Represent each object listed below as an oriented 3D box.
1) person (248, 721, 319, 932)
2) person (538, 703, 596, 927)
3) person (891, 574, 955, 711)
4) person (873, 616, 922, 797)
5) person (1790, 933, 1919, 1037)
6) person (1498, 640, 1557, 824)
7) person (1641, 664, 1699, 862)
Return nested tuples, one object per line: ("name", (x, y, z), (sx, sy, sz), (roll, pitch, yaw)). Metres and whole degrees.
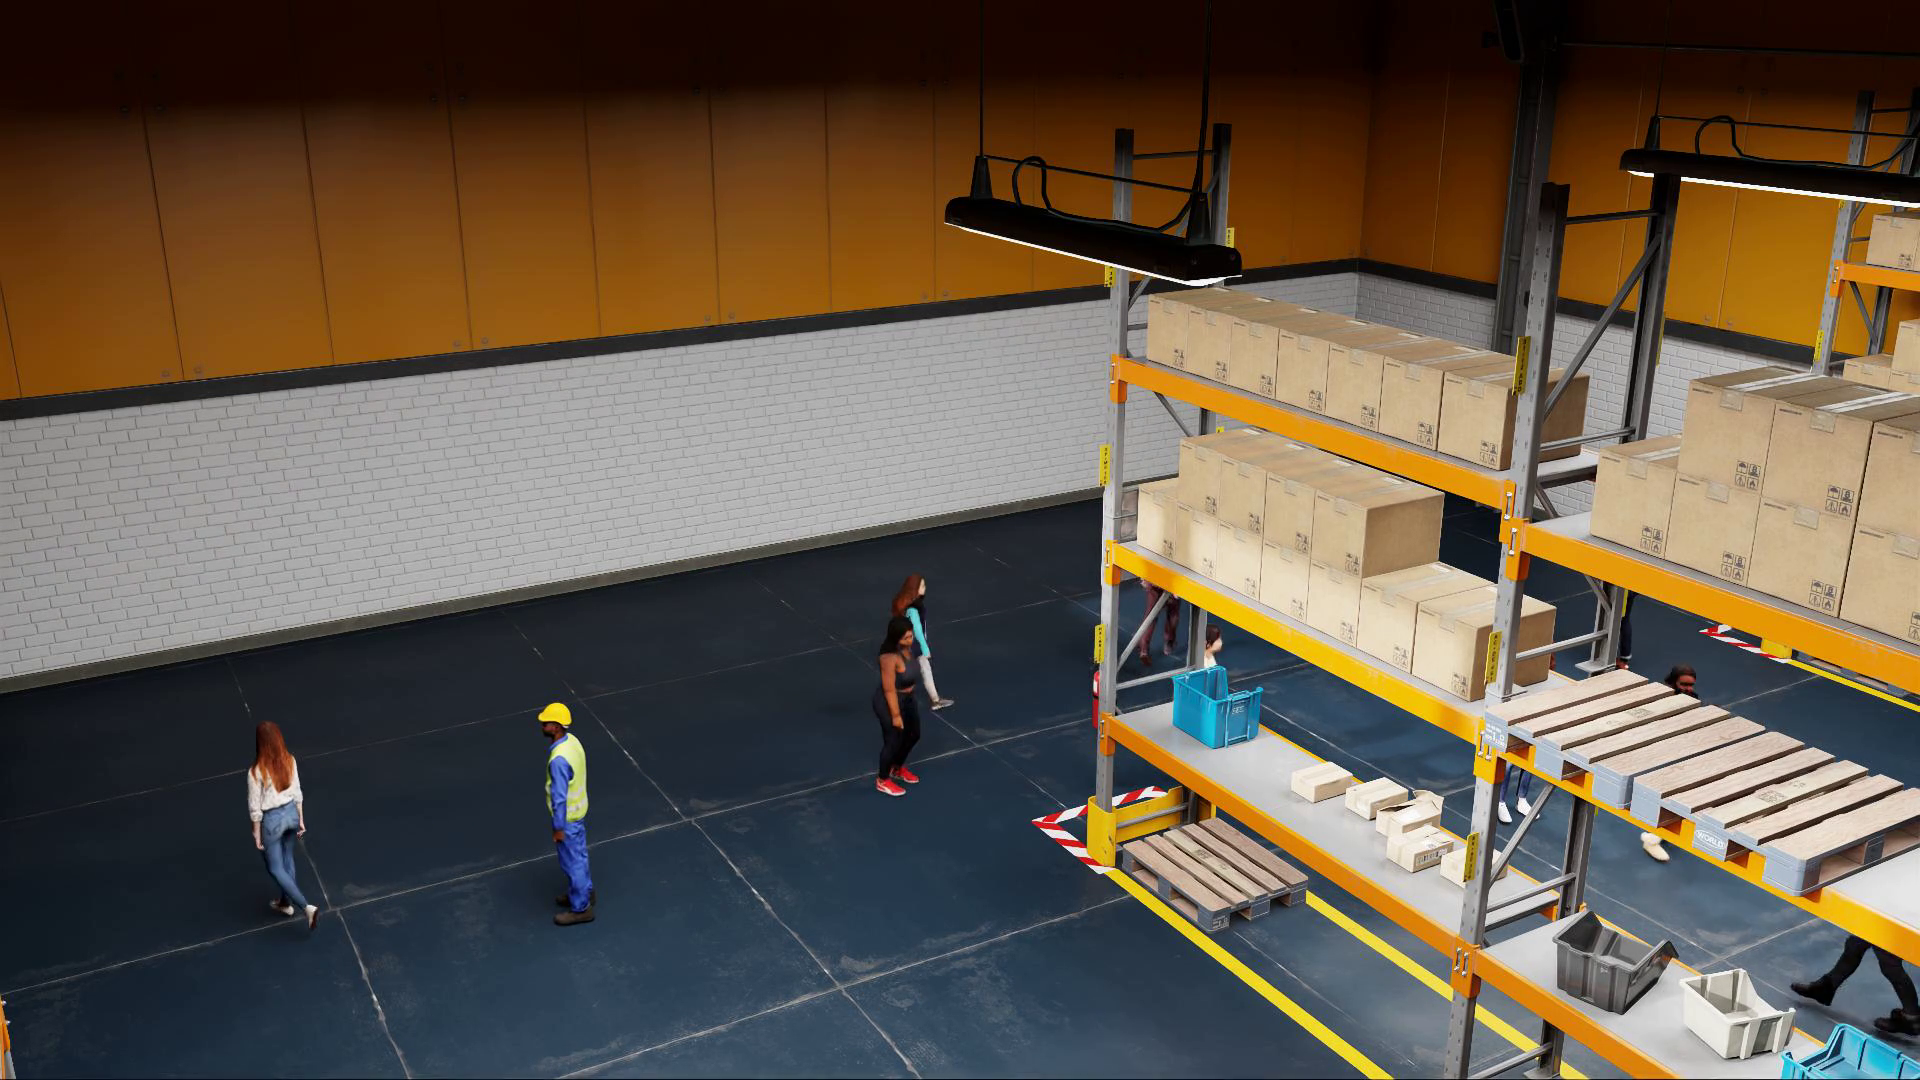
("person", (-5.200, 2.209, 12.797), (1.085, 1.711, 0.834), (14, 23, 35))
("person", (-3.049, 2.109, 12.936), (0.794, 1.812, 0.652), (-2, 19, -5))
("person", (-0.542, 1.067, 16.573), (0.952, 1.466, 1.002), (1, 19, 2))
("person", (-0.610, 1.469, 14.891), (0.909, 1.777, 0.859), (2, 19, 5))
("person", (6.473, 2.635, 11.492), (1.172, 1.738, 0.917), (14, 23, 35))
("person", (4.946, 1.594, 14.501), (0.634, 1.790, 0.627), (-4, 19, -11))
("person", (6.042, 1.863, 13.915), (0.676, 1.653, 0.808), (-8, 20, -21))
